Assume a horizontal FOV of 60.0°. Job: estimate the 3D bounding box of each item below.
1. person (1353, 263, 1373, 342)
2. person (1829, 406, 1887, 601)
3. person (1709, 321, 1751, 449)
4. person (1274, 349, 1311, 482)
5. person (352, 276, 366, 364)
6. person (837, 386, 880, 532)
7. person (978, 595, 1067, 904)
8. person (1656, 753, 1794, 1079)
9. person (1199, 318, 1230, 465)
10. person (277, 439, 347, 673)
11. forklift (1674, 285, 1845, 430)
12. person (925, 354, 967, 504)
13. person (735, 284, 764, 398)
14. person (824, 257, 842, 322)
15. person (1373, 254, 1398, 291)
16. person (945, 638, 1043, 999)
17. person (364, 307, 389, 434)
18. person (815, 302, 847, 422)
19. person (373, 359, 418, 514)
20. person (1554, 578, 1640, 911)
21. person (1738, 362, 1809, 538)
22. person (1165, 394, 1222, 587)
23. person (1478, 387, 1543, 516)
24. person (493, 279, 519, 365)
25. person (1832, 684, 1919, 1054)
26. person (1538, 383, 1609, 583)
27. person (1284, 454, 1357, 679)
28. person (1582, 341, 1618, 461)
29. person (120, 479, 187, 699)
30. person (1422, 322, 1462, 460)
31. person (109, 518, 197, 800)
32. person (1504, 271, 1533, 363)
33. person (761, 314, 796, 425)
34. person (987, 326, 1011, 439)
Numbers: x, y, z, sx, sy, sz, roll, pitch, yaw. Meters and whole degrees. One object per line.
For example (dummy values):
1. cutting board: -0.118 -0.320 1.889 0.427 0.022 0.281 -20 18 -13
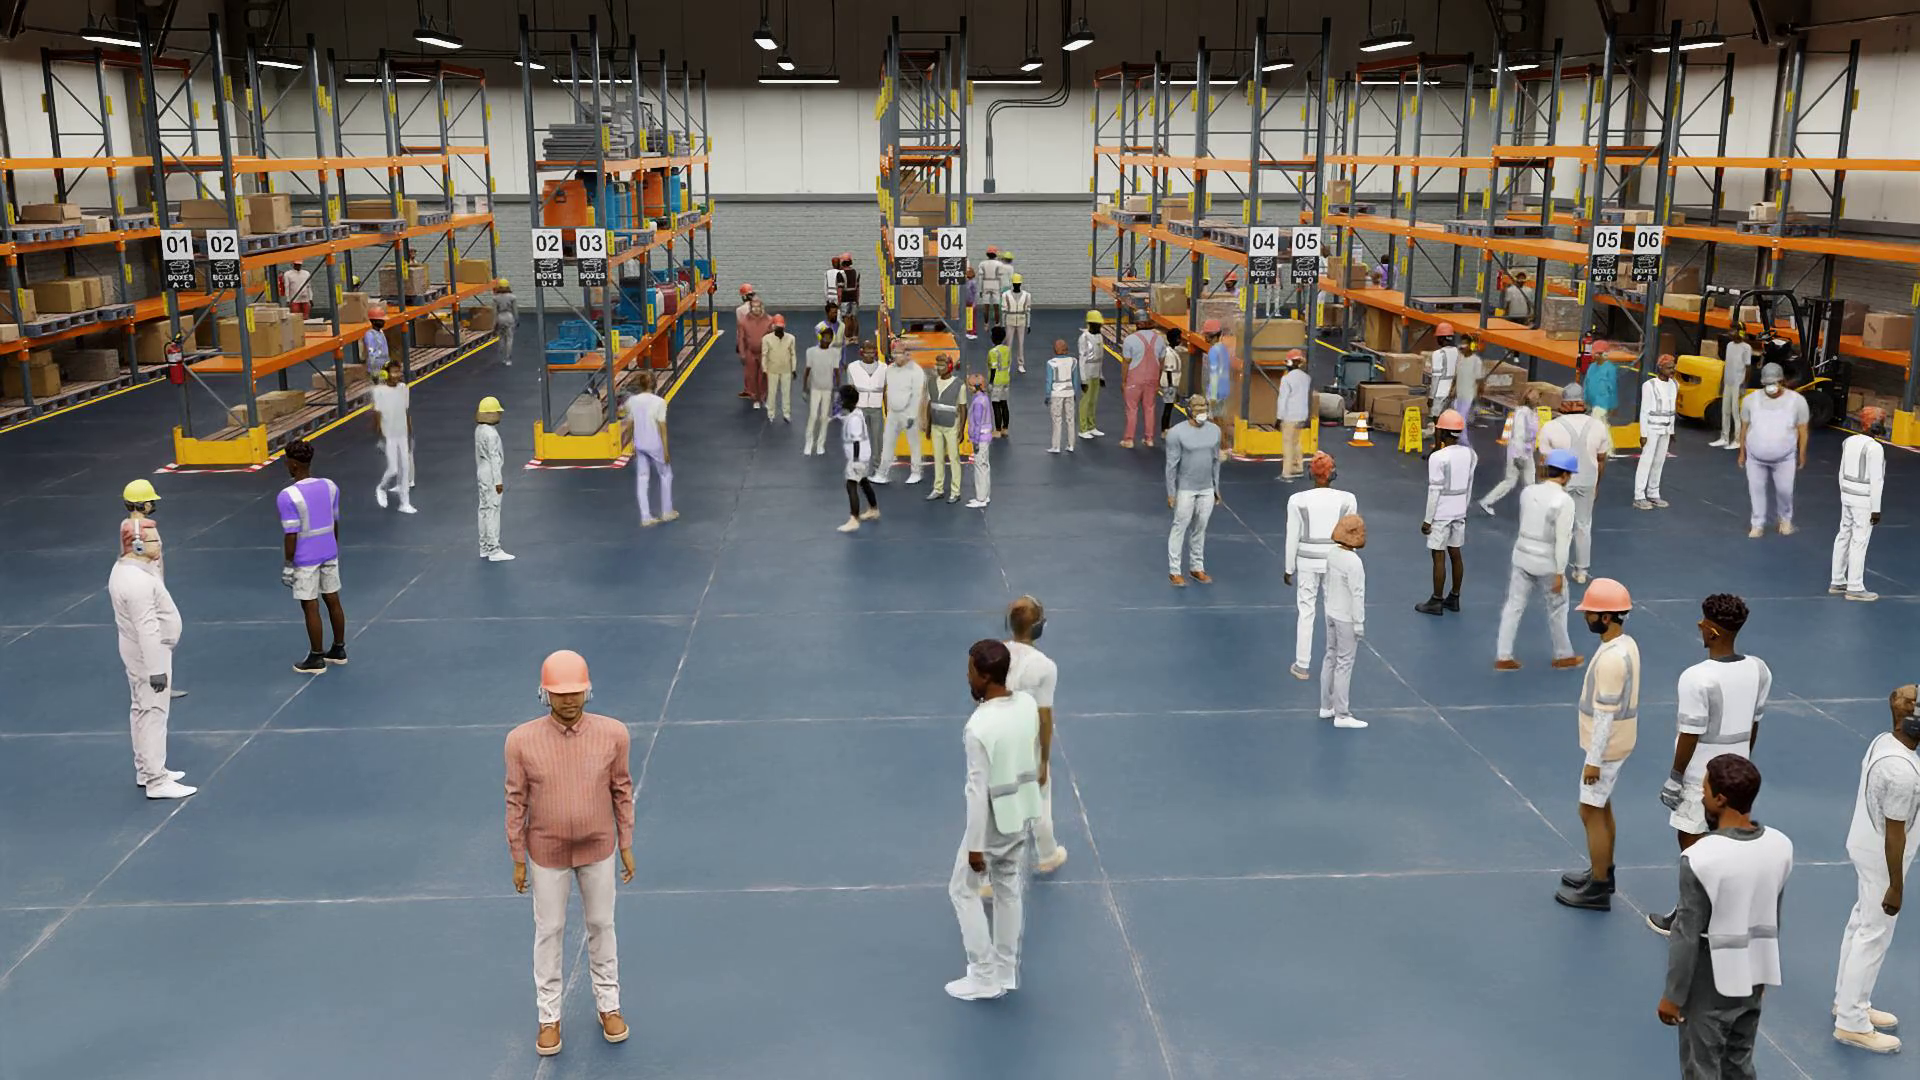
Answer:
1. person: 8.938 -5.237 36.932 0.407 1.821 0.594 -2 13 -9
2. person: 8.734 -0.358 16.121 0.356 1.884 0.574 -1 13 -4
3. person: 11.247 -2.257 24.199 0.313 1.868 0.533 -3 14 -12
4. person: 4.367 -1.647 21.894 0.390 1.735 0.628 12 18 43
5. person: -12.236 -4.469 33.788 0.308 1.769 0.525 1 13 4
6. person: -1.188 -0.952 19.161 0.476 1.654 0.718 0 13 -1
7. person: 0.327 1.203 9.705 0.535 1.805 0.958 7 15 29
8. person: 3.164 1.815 6.877 0.583 1.910 0.401 -7 15 -28
9. person: 3.495 -2.031 22.903 0.526 2.020 0.620 6 15 24
10. person: -5.407 0.134 13.859 0.372 1.966 0.603 6 15 23
11. forklift: 12.503 -2.886 26.166 2.313 2.155 1.214 -1 13 -3
12. person: -0.168 -1.382 20.538 0.569 1.844 0.377 9 16 33
13. person: -3.677 -3.479 29.102 0.375 1.996 0.611 11 17 40
14. person: -2.828 -5.504 37.921 0.584 1.882 0.337 10 16 35
15. person: 10.078 -5.871 39.564 0.624 1.845 0.430 -2 13 -8
16. person: 0.178 1.426 8.513 0.480 1.908 0.611 9 16 34
17. person: -8.890 -2.606 25.527 0.361 1.935 0.553 0 13 -2
18. person: -2.078 -2.860 26.679 0.391 1.910 0.585 13 18 43
19. person: -6.775 -1.240 19.903 0.504 1.860 0.539 9 16 33
20. person: 3.685 1.165 9.594 0.390 1.923 0.549 7 15 27
21. person: 9.047 -1.017 18.575 0.708 2.000 0.601 8 16 32
22. person: 2.331 -0.501 16.607 0.635 1.937 0.354 -6 15 -25
23. person: 6.511 -1.017 19.491 0.521 1.606 0.696 -12 18 -42
24. person: -9.178 -4.428 33.710 0.484 1.713 0.811 0 13 -2
25. person: 4.486 1.573 8.055 0.341 1.839 0.501 5 14 20
26. person: 6.093 -0.576 16.708 0.673 2.000 0.536 0 13 1
27. person: 2.954 0.220 13.668 0.572 1.886 0.355 1 13 2
28. person: 8.798 -1.909 23.065 0.897 1.701 0.592 -2 13 -9
29. person: -6.434 0.391 13.200 0.533 1.767 0.312 12 18 42
30. person: 6.734 -2.067 23.241 0.545 1.940 0.352 -10 17 -37
31. person: -5.443 0.790 11.211 0.401 1.906 0.651 -9 16 -34
32. person: 11.406 -4.561 33.984 0.514 1.859 0.505 3 14 12
33. person: -2.855 -2.701 26.324 0.573 1.748 0.342 -5 14 -19
34. person: 0.572 -2.366 25.026 0.315 1.695 0.541 7 15 29
